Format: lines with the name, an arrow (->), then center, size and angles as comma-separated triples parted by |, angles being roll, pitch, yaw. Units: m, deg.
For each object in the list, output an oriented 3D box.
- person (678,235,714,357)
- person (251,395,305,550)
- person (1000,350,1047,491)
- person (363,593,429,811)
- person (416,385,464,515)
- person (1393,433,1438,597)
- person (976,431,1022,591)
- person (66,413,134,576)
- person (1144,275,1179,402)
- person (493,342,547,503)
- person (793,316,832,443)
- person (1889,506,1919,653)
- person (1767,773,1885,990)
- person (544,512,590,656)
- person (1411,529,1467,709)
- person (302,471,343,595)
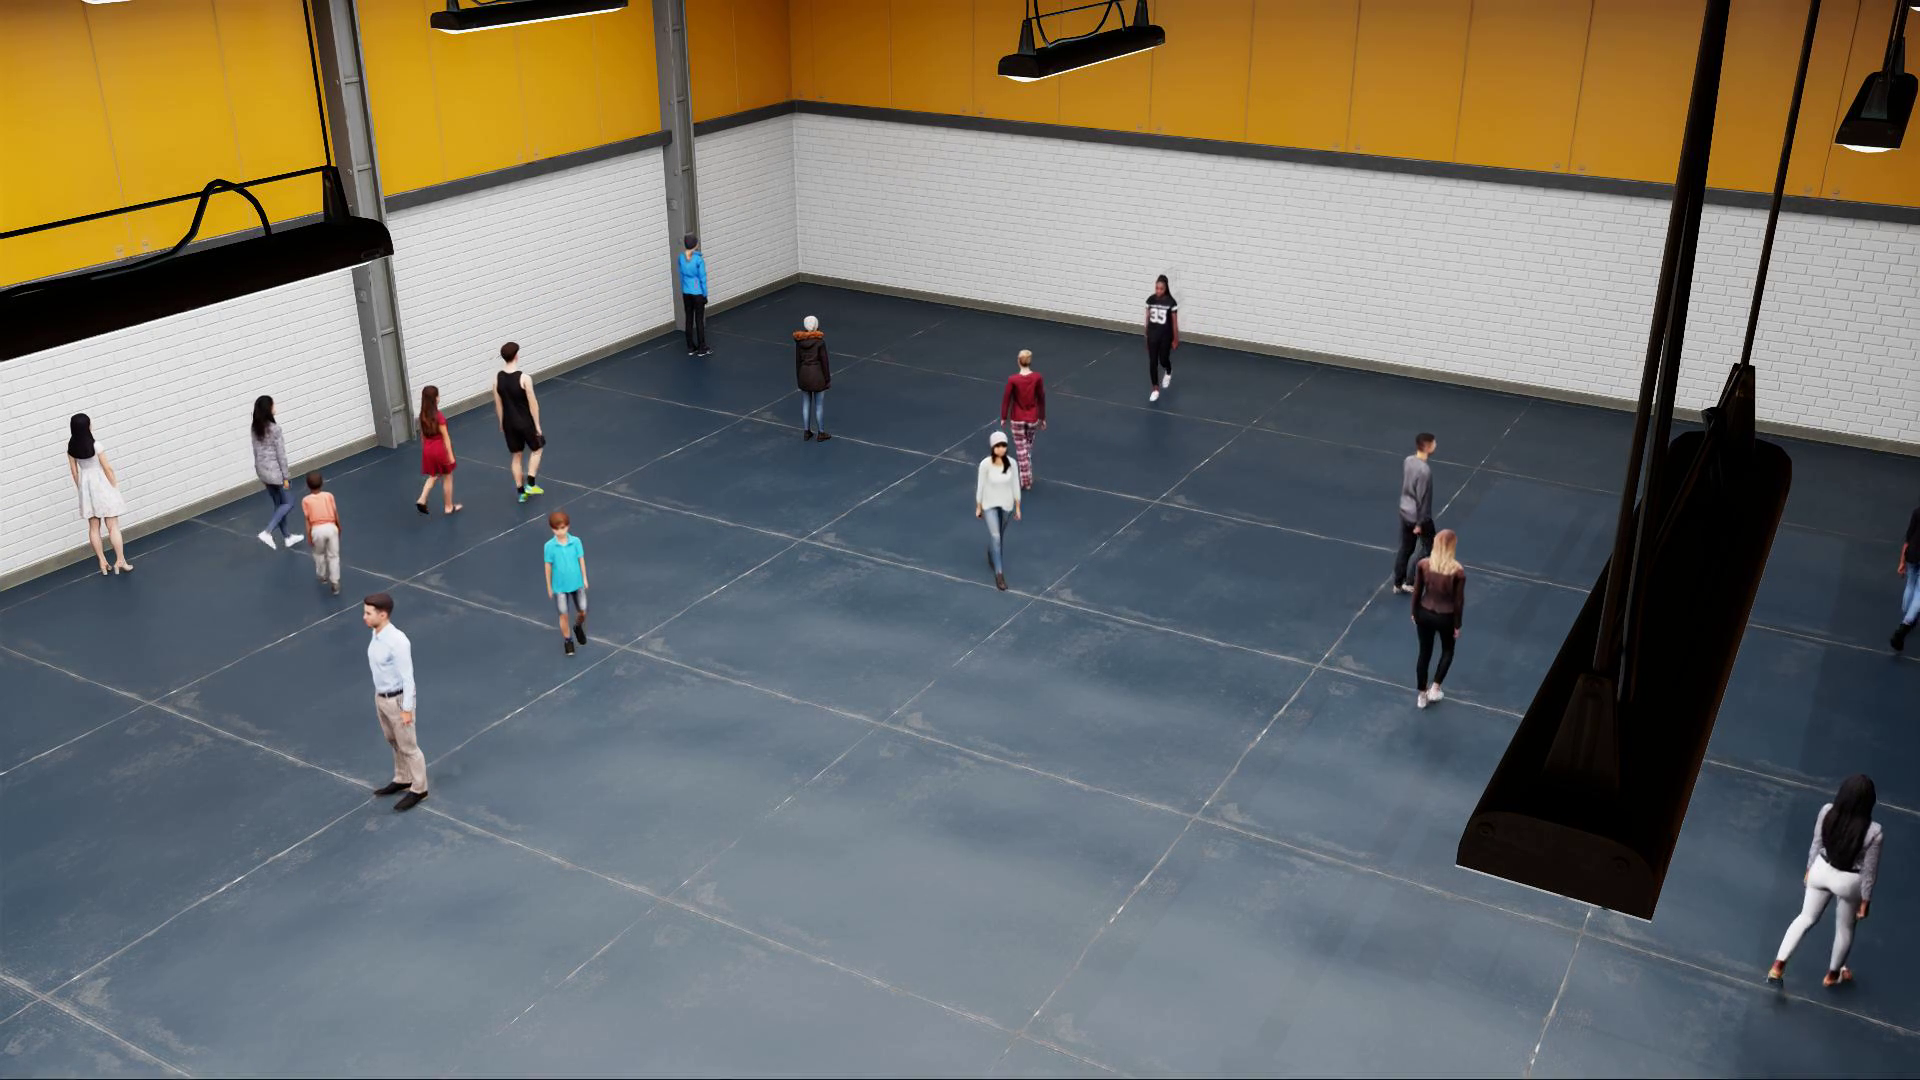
person -> -3.927, -3.608, 24.494 | 0.606, 1.795, 0.498 | 13, 27, 27
person -> -7.466, -0.684, 17.911 | 0.691, 1.710, 0.880 | 11, 26, 24
person -> 0.787, -1.401, 19.587 | 0.898, 1.682, 0.954 | -8, 25, -18
person -> -4.519, 1.267, 13.280 | 0.677, 1.845, 0.709 | -22, 32, -40
person -> -5.954, -0.977, 18.796 | 0.562, 1.539, 0.802 | 12, 26, 26
person -> 4.549, -0.242, 16.849 | 0.783, 1.751, 0.735 | -9, 25, -19
person -> 0.380, -0.359, 17.306 | 1.090, 1.599, 1.155 | -6, 24, -13
person -> -9.008, -0.482, 17.369 | 0.760, 1.774, 0.786 | 1, 24, 2
person -> 2.742, -2.783, 22.709 | 0.673, 1.713, 0.877 | 10, 25, 21
person -> -5.110, -1.318, 19.150 | 0.795, 1.880, 0.751 | 4, 24, 9
person -> -1.876, -2.062, 21.158 | 0.665, 1.634, 0.641 | 9, 25, 19
person -> 9.136, 0.266, 15.801 | 1.189, 1.659, 0.808 | -20, 30, -38
person -> 5.782, 2.319, 11.050 | 1.107, 1.705, 0.889 | -15, 28, -31
person -> -3.742, 0.379, 15.819 | 0.653, 1.439, 0.718 | -9, 25, -19
person -> 4.186, 0.730, 14.693 | 0.613, 1.697, 0.537 | 14, 27, 28
person -> -6.496, -0.061, 17.009 | 0.778, 1.292, 0.787 | -10, 26, -23
